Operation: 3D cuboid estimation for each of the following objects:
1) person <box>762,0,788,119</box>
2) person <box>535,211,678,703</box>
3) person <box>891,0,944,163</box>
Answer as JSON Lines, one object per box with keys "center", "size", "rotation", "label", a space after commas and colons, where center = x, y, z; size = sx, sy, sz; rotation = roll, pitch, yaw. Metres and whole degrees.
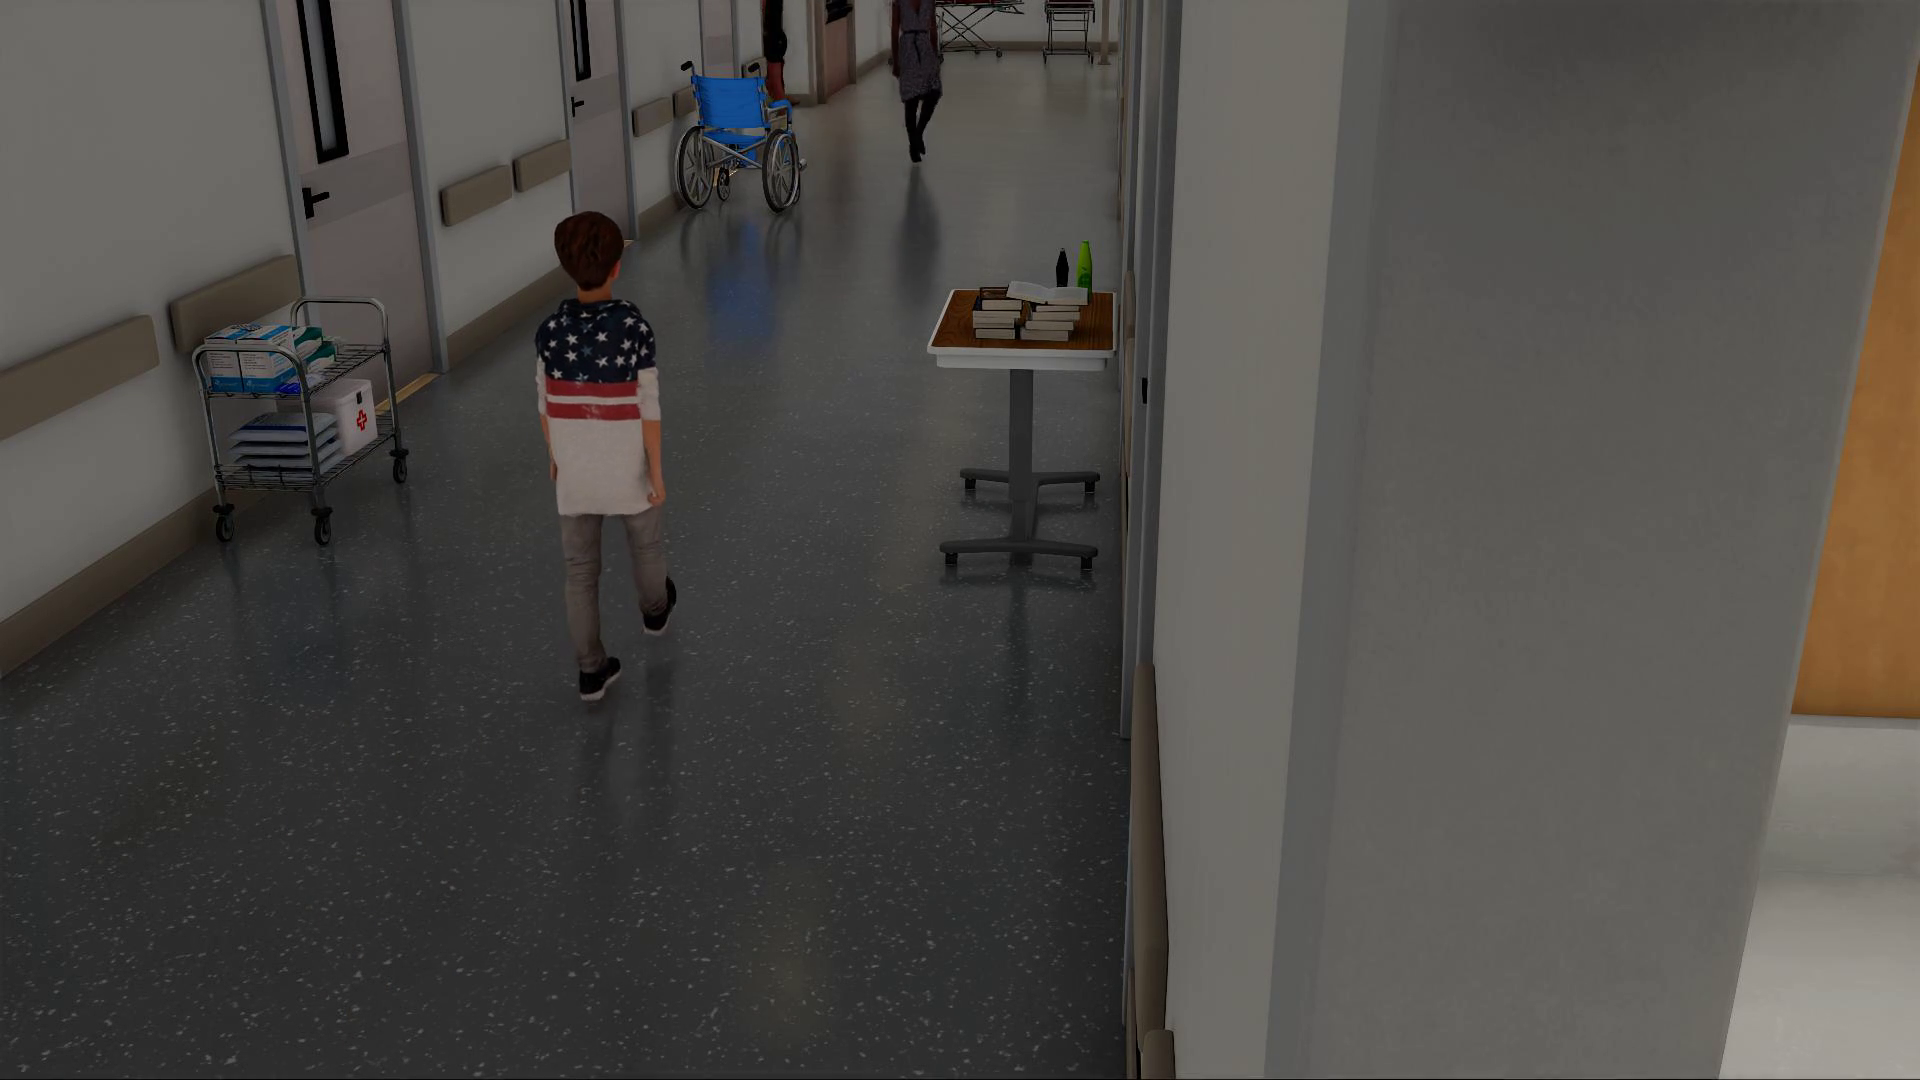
{"center": [-1.869, -5.141, 17.420], "size": [0.674, 1.727, 0.546], "rotation": [4, 21, 9], "label": "person"}
{"center": [-1.060, -0.212, 4.866], "size": [0.557, 1.401, 0.935], "rotation": [1, 21, 2], "label": "person"}
{"center": [-0.443, -4.406, 15.414], "size": [0.779, 1.773, 0.818], "rotation": [-8, 22, -21], "label": "person"}
